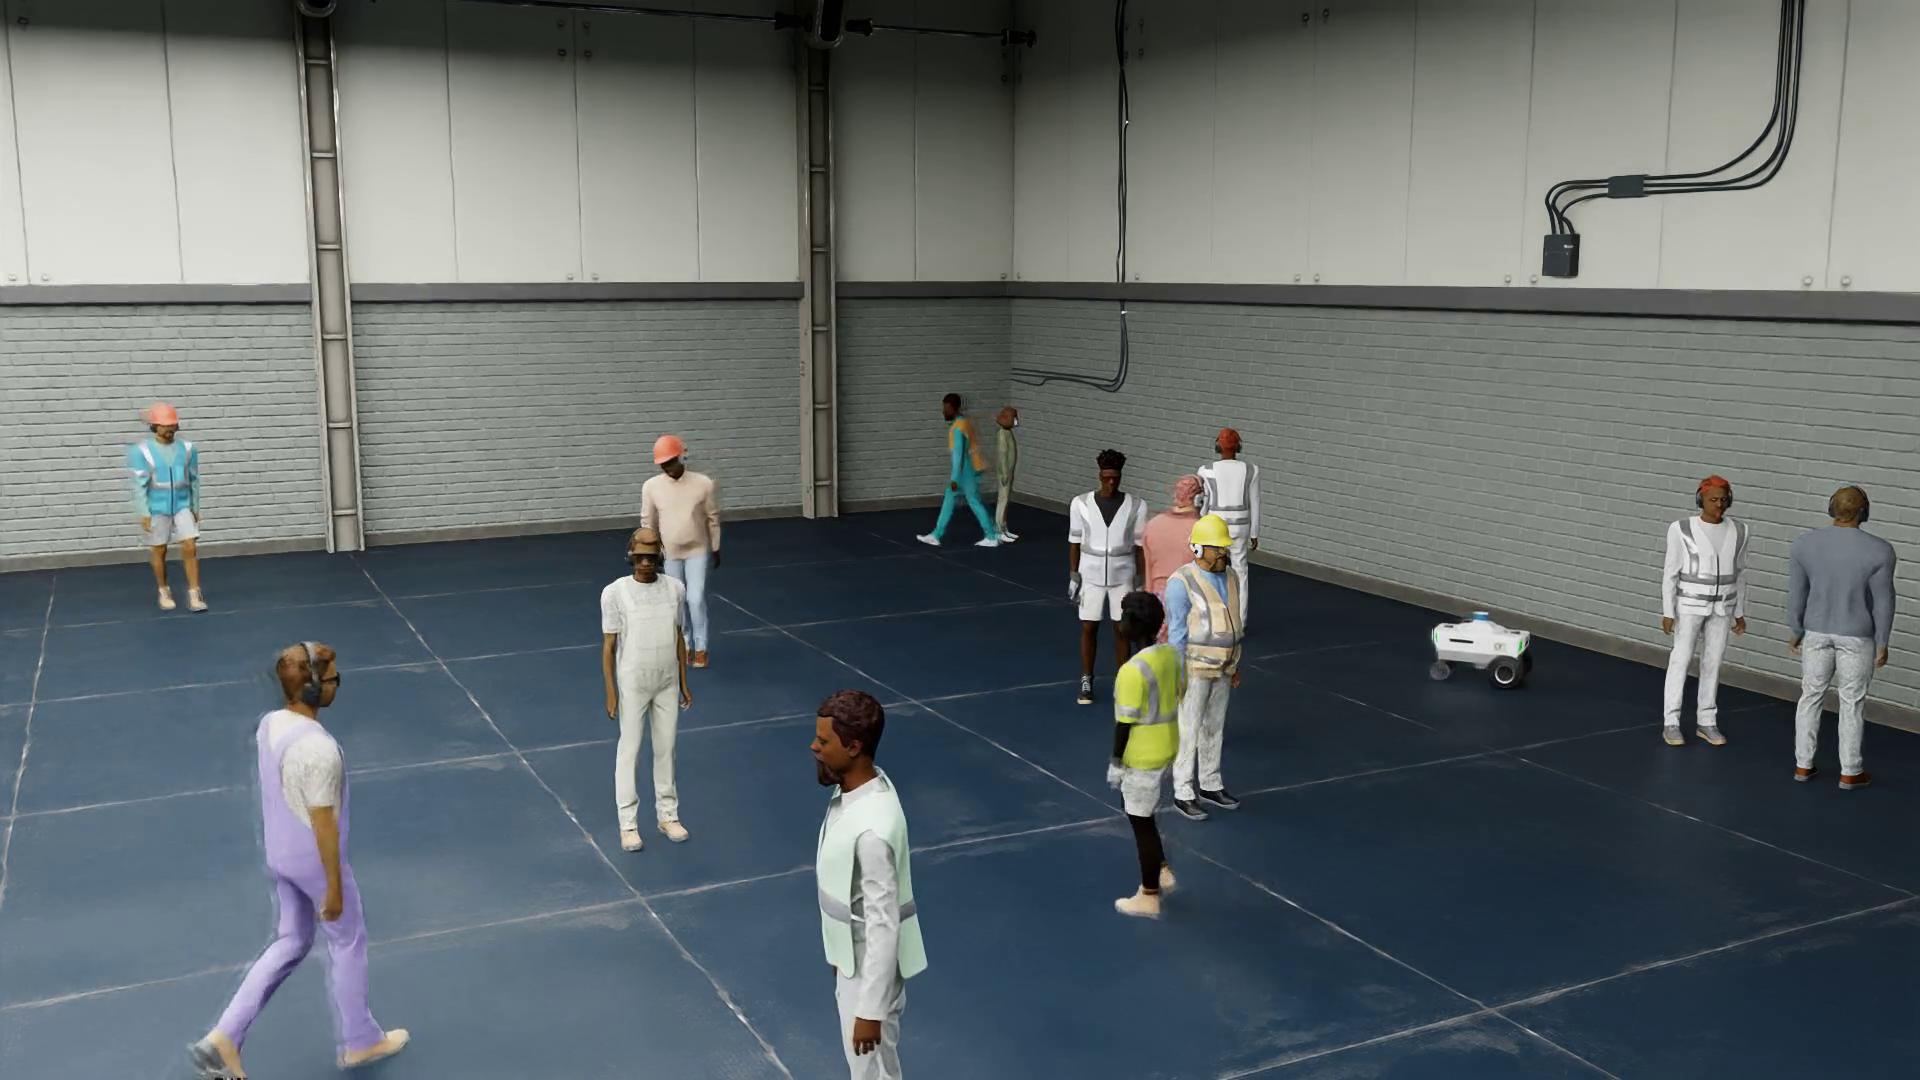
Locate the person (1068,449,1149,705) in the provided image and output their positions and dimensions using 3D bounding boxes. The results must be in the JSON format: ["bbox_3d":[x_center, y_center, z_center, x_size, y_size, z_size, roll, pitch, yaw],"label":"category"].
[{"bbox_3d":[1.119,0.281,12.560,0.605,1.957,0.380,1,9,7],"label":"person"}]

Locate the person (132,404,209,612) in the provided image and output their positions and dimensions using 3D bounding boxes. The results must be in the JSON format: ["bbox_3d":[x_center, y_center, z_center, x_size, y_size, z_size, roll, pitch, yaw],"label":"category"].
[{"bbox_3d":[-7.527,-0.286,15.896,0.618,2.008,0.909,-8,12,-40],"label":"person"}]

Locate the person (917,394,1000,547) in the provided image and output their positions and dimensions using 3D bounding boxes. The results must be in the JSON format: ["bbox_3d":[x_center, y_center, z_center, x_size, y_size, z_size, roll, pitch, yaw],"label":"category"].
[{"bbox_3d":[0.003,-0.814,19.660,0.995,1.843,0.664,-1,9,-6],"label":"person"}]

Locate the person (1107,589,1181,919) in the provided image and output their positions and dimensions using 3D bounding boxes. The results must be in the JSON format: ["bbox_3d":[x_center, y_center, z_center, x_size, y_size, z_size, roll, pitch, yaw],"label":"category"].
[{"bbox_3d":[0.918,1.085,8.411,0.369,1.682,0.554,5,11,29],"label":"person"}]

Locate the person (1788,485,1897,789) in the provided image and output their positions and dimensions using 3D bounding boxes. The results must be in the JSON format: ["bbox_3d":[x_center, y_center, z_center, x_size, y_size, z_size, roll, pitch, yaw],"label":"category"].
[{"bbox_3d":[5.589,0.611,10.582,0.629,1.940,0.373,9,13,43],"label":"person"}]

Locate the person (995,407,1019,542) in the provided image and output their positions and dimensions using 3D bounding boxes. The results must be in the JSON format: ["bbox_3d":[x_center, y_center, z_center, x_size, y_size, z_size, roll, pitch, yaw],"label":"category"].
[{"bbox_3d":[0.574,-0.801,20.212,0.265,1.632,0.508,2,9,12],"label":"person"}]

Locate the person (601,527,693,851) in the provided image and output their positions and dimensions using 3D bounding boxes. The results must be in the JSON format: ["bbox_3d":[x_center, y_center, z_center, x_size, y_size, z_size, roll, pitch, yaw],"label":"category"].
[{"bbox_3d":[-1.775,0.836,9.481,0.518,1.842,0.332,-6,11,-33],"label":"person"}]

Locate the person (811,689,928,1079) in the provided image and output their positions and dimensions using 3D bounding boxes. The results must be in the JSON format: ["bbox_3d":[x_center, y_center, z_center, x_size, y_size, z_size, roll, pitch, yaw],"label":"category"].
[{"bbox_3d":[-0.314,1.434,5.569,0.397,1.920,0.587,-2,9,-9],"label":"person"}]

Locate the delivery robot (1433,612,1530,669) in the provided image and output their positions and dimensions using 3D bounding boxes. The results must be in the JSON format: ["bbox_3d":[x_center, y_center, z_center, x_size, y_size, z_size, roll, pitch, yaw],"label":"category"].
[{"bbox_3d":[4.157,0.816,13.275,0.707,0.478,0.477,5,10,27],"label":"delivery robot"}]

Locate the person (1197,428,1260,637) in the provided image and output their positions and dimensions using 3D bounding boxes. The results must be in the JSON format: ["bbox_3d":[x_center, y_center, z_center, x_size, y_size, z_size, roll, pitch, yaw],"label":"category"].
[{"bbox_3d":[2.392,-0.060,14.878,0.575,1.885,0.355,0,9,-1],"label":"person"}]

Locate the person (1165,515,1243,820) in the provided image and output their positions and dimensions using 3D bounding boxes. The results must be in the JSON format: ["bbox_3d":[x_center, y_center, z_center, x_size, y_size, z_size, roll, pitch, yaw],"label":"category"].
[{"bbox_3d":[1.494,0.752,10.033,0.590,1.833,0.403,-8,12,-42],"label":"person"}]

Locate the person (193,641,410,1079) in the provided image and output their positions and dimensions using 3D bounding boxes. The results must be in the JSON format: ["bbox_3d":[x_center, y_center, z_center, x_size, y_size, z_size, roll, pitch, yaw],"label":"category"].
[{"bbox_3d":[-2.645,1.306,6.645,0.520,1.826,0.787,7,12,37],"label":"person"}]

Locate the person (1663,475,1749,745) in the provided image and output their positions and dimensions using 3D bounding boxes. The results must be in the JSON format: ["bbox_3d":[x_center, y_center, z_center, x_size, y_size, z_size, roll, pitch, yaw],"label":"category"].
[{"bbox_3d":[5.147,0.488,11.504,0.585,1.882,0.337,-1,9,-3],"label":"person"}]

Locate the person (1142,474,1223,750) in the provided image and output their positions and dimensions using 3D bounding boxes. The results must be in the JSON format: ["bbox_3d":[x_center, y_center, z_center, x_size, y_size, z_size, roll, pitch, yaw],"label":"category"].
[{"bbox_3d":[1.562,0.492,11.444,0.654,1.901,0.409,8,12,41],"label":"person"}]

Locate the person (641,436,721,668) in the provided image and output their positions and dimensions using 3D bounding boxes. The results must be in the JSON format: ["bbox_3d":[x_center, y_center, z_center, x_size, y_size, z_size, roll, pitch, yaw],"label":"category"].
[{"bbox_3d":[-2.297,0.098,13.696,0.638,1.944,0.671,0,9,-1],"label":"person"}]
